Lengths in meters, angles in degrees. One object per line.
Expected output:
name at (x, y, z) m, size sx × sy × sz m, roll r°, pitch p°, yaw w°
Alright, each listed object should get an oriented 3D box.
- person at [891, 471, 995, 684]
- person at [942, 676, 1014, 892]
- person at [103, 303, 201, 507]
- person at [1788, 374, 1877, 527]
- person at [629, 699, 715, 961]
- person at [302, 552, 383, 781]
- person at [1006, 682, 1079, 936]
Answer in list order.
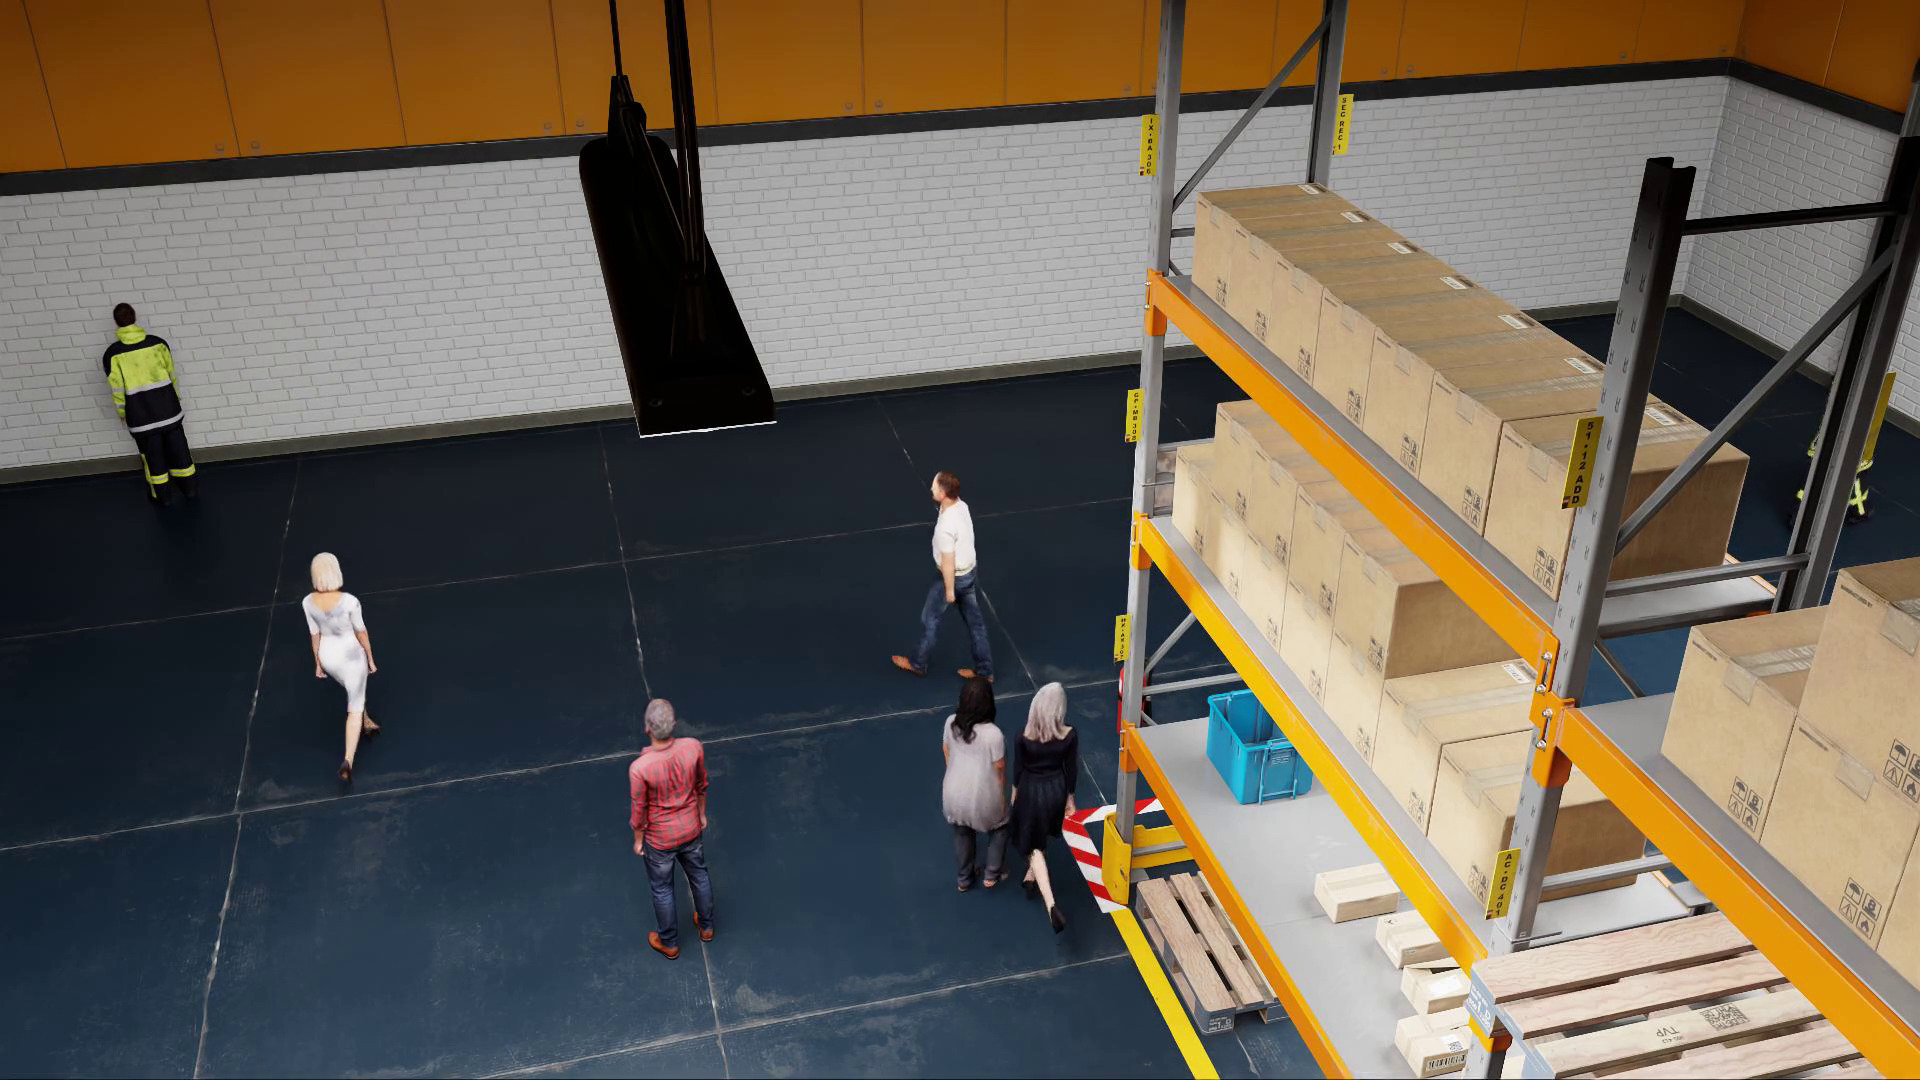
person at (0.063, 0.328, 12.917) m, size 1.141 × 1.819 × 1.121 m, roll 13°, pitch 31°, yaw 23°
person at (0.070, 1.634, 10.752) m, size 0.793 × 1.599 × 0.854 m, roll 16°, pitch 33°, yaw 27°
person at (-7.665, -1.287, 15.710) m, size 0.859 × 1.979 × 0.873 m, roll 25°, pitch 37°, yaw 38°
person at (8.003, -0.904, 15.177) m, size 0.904 × 1.817 × 1.082 m, roll -10°, pitch 30°, yaw -18°
person at (-1.776, 1.771, 10.258) m, size 0.754 × 1.831 × 0.699 m, roll -20°, pitch 34°, yaw -32°
person at (-4.435, 0.924, 11.930) m, size 0.820 × 1.718 × 1.156 m, roll 2°, pitch 29°, yaw 4°
person at (0.530, 1.714, 10.480) m, size 0.572 × 1.718 × 0.982 m, roll -8°, pitch 30°, yaw -14°
